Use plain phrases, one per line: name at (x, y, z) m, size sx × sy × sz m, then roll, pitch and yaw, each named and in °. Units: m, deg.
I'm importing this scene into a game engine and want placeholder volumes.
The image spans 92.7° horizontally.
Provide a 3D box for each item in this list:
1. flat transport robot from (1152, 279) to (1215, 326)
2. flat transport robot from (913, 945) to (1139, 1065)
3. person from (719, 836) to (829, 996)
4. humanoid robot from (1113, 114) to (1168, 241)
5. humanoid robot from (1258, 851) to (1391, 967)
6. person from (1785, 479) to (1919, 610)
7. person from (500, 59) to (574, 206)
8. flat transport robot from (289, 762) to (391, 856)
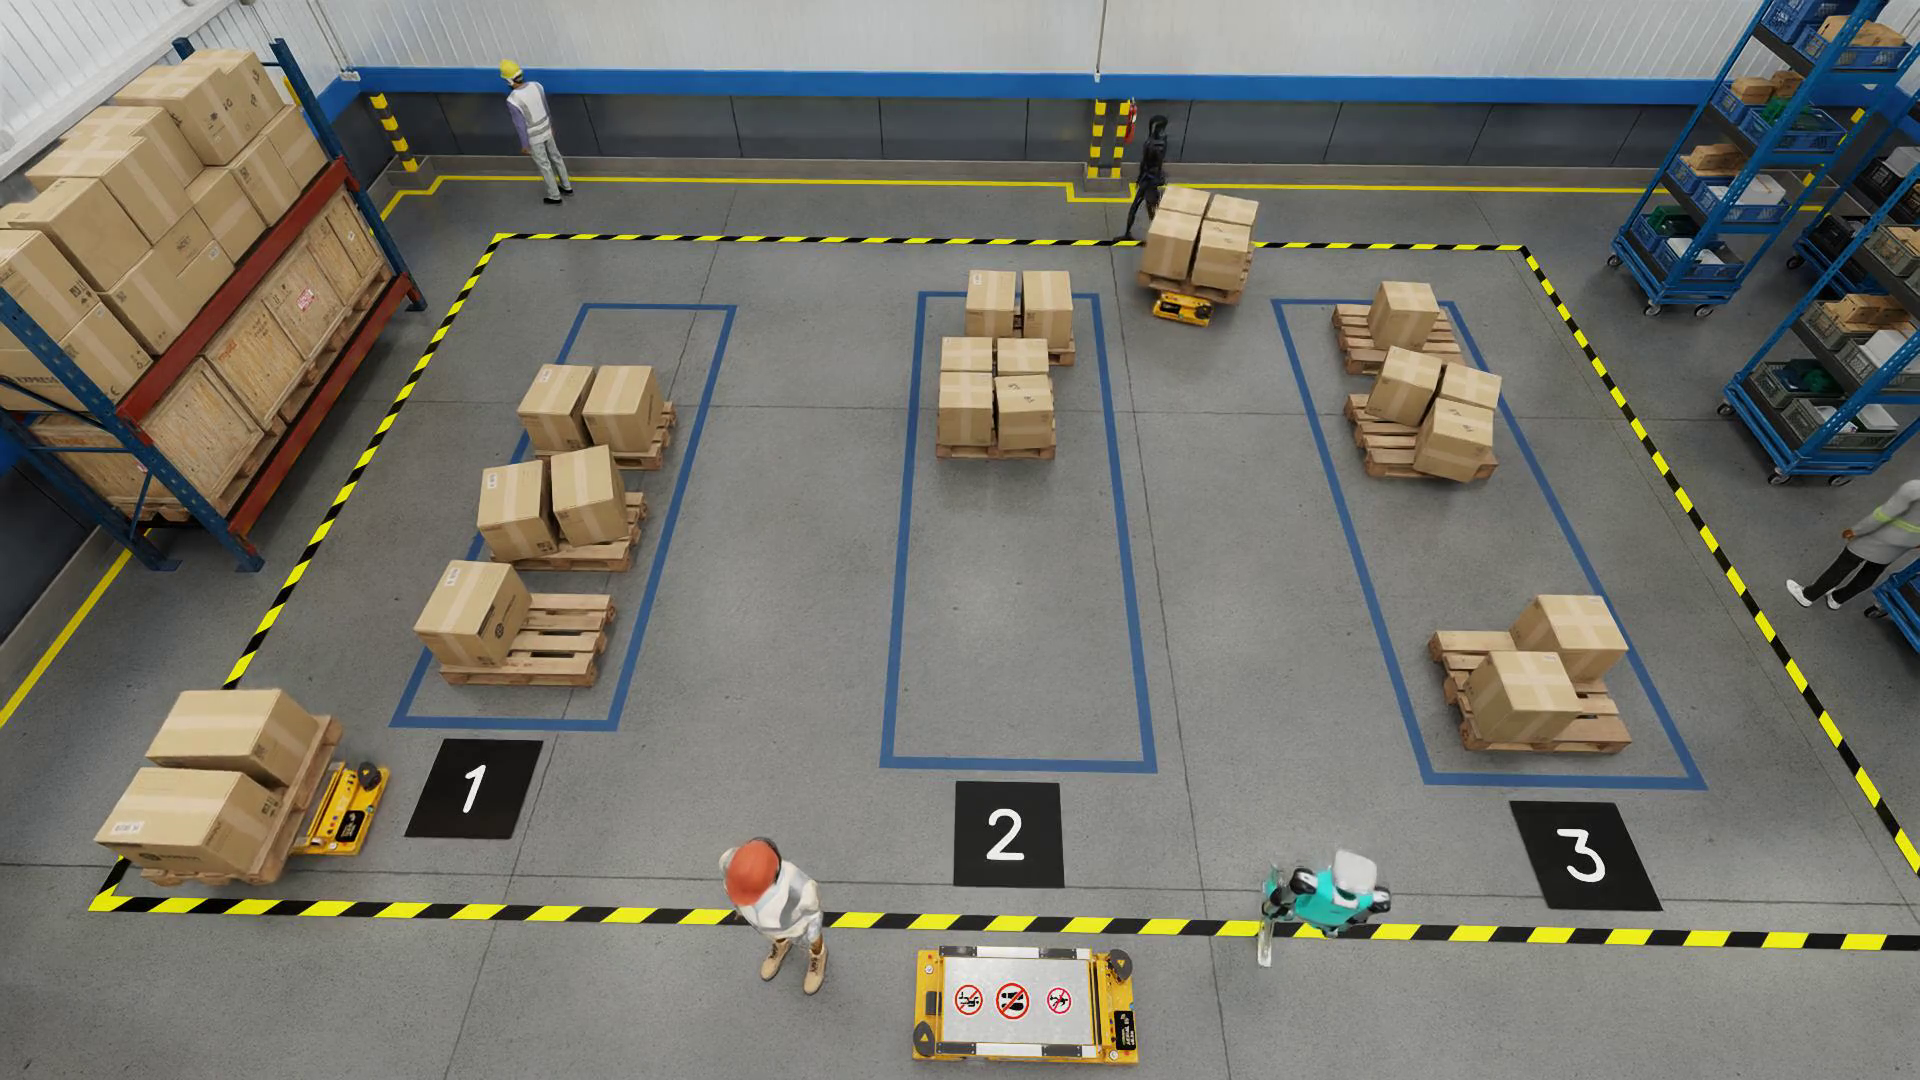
flat transport robot at (2.795, -3.130, 11.020) m, size 0.652 × 0.197 × 1.431 m, roll 15°, pitch 52°, yaw 12°
flat transport robot at (0.422, 3.041, 6.007) m, size 1.431 × 0.231 × 0.659 m, roll 1°, pitch 51°, yaw 1°
person at (-1.095, 2.265, 5.497) m, size 0.607 × 2.043 × 0.369 m, roll 14°, pitch 52°, yaw 11°
humanoid robot at (2.364, -4.349, 11.156) m, size 0.743 × 1.654 × 0.604 m, roll -6°, pitch 51°, yaw -5°
humanoid robot at (2.187, 2.155, 5.831) m, size 0.549 × 1.852 × 0.854 m, roll 10°, pitch 52°, yaw 8°
person at (7.642, -0.062, 7.515) m, size 0.589 × 1.852 × 0.365 m, roll 8°, pitch 51°, yaw 6°
person at (-5.417, -5.184, 11.705) m, size 0.403 × 1.829 × 0.587 m, roll 17°, pitch 53°, yaw 13°
flat transport robot at (-5.128, 2.003, 6.835) m, size 1.431 × 0.197 × 0.652 m, roll -1°, pitch 51°, yaw -1°
